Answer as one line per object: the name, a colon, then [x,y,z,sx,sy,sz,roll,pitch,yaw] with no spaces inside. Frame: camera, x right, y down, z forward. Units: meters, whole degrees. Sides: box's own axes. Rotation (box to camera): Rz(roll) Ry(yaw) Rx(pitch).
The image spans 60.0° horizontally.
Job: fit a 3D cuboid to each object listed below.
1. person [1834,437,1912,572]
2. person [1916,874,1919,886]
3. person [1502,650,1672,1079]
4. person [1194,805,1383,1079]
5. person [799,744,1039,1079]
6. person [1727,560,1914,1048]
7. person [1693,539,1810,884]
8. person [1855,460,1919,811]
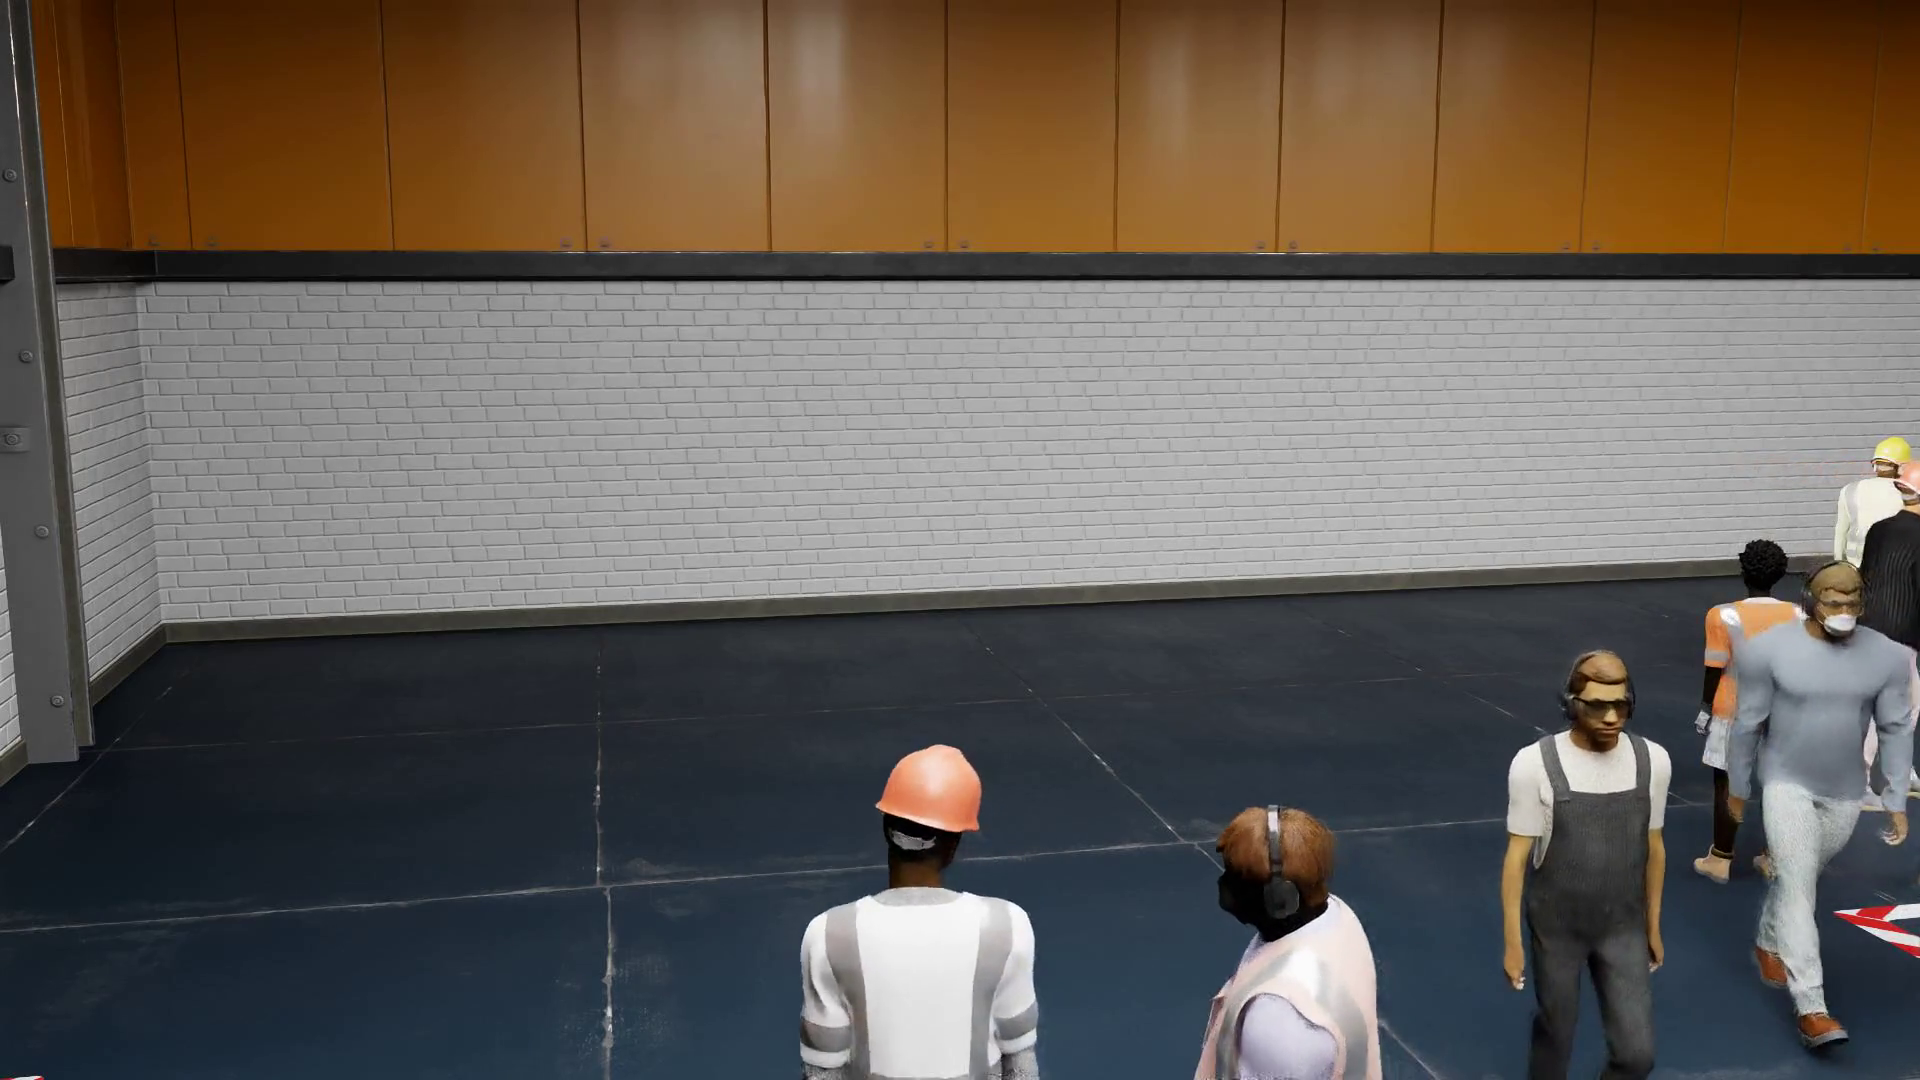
person: [6.451,0.191,11.644,0.404,1.829,0.600,-9,13,-44]
person: [5.130,0.761,7.989,1.038,1.882,0.641,-2,10,-12]
person: [1.980,1.247,5.217,0.552,1.827,0.551,0,9,2]
person: [0.733,1.481,3.816,0.466,1.825,0.645,3,10,15]
person: [-0.091,1.440,3.812,0.573,1.909,0.688,0,9,-1]
person: [3.401,1.000,6.596,0.622,1.873,1.066,1,9,5]
person: [3.855,0.839,8.108,0.540,1.696,0.316,0,9,-2]
person: [5.251,0.540,9.152,0.802,1.961,0.617,1,9,5]
